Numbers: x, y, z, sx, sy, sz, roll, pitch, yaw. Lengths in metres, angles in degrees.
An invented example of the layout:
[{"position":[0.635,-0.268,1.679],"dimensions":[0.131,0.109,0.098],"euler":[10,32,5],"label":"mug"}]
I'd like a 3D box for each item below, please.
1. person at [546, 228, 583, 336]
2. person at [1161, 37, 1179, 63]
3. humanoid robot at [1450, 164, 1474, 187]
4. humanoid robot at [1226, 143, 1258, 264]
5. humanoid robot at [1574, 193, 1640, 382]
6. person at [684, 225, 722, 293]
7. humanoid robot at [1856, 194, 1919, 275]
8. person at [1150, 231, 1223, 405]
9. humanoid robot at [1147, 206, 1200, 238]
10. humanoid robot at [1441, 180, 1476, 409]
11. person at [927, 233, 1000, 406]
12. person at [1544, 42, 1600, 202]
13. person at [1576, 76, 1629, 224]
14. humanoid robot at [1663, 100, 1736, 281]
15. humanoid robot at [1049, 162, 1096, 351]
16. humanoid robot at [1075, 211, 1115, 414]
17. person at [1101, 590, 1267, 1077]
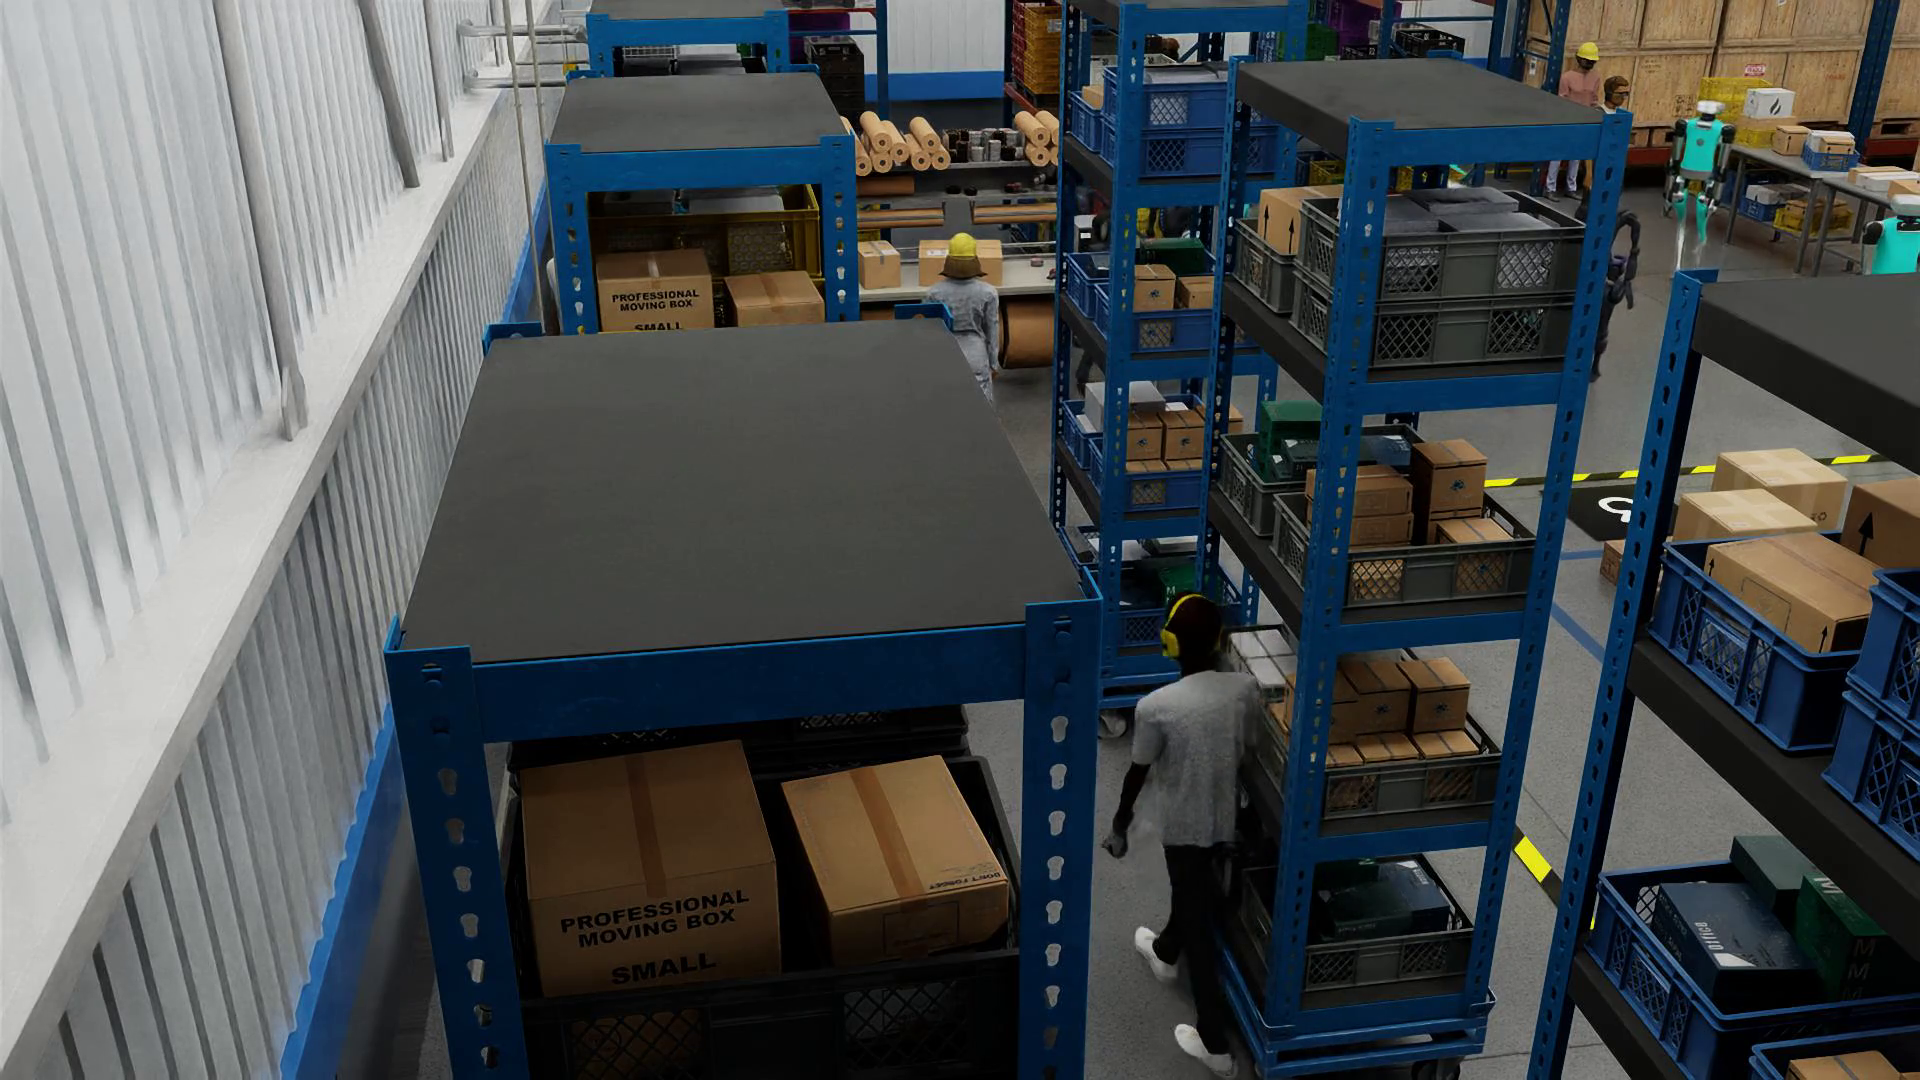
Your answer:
[{"position":[-2.487,-1.275,11.185],"dimensions":[0.568,1.840,0.373],"euler":[11,27,22],"label":"person"},{"position":[2.247,-4.671,18.584],"dimensions":[0.430,1.835,0.624],"euler":[6,25,13],"label":"person"},{"position":[5.011,-3.909,17.071],"dimensions":[0.554,1.768,0.907],"euler":[-14,28,-27],"label":"humanoid robot"},{"position":[2.644,-3.296,15.746],"dimensions":[0.554,1.762,1.046],"euler":[0,25,1],"label":"humanoid robot"},{"position":[5.005,-2.028,13.026],"dimensions":[0.600,1.650,0.477],"euler":[18,30,34],"label":"humanoid robot"},{"position":[-1.853,-1.413,11.466],"dimensions":[0.771,1.877,0.384],"euler":[11,27,23],"label":"person"},{"position":[6.647,-1.549,11.747],"dimensions":[0.533,1.677,0.735],"euler":[0,25,1],"label":"humanoid robot"},{"position":[1.453,-1.097,10.789],"dimensions":[0.589,1.852,0.400],"euler":[-4,25,-8],"label":"person"},{"position":[1.664,-2.199,13.417],"dimensions":[0.649,1.641,0.590],"euler":[-20,31,-37],"label":"humanoid robot"},{"position":[3.774,-1.777,12.538],"dimensions":[0.760,1.897,0.544],"euler":[-6,25,-13],"label":"humanoid robot"},{"position":[0.025,-1.189,11.125],"dimensions":[0.484,1.737,0.305],"euler":[1,25,3],"label":"person"},{"position":[6.934,-4.699,18.735],"dimensions":[0.525,1.760,0.335],"euler":[-7,26,-14],"label":"person"},{"position":[6.256,-3.611,16.280],"dimensions":[0.506,1.838,0.336],"euler":[-22,33,-39],"label":"person"},{"position":[6.920,-3.212,15.639],"dimensions":[0.541,1.878,0.728],"euler":[16,29,30],"label":"humanoid robot"},{"position":[0.908,-2.342,13.719],"dimensions":[0.601,1.641,0.396],"euler":[-21,32,-37],"label":"humanoid robot"},{"position":[1.070,-1.550,11.993],"dimensions":[0.478,1.644,0.614],"euler":[-16,29,-32],"label":"humanoid robot"},{"position":[0.825,1.038,6.192],"dimensions":[0.534,1.812,0.931],"euler":[-13,28,-26],"label":"person"}]
